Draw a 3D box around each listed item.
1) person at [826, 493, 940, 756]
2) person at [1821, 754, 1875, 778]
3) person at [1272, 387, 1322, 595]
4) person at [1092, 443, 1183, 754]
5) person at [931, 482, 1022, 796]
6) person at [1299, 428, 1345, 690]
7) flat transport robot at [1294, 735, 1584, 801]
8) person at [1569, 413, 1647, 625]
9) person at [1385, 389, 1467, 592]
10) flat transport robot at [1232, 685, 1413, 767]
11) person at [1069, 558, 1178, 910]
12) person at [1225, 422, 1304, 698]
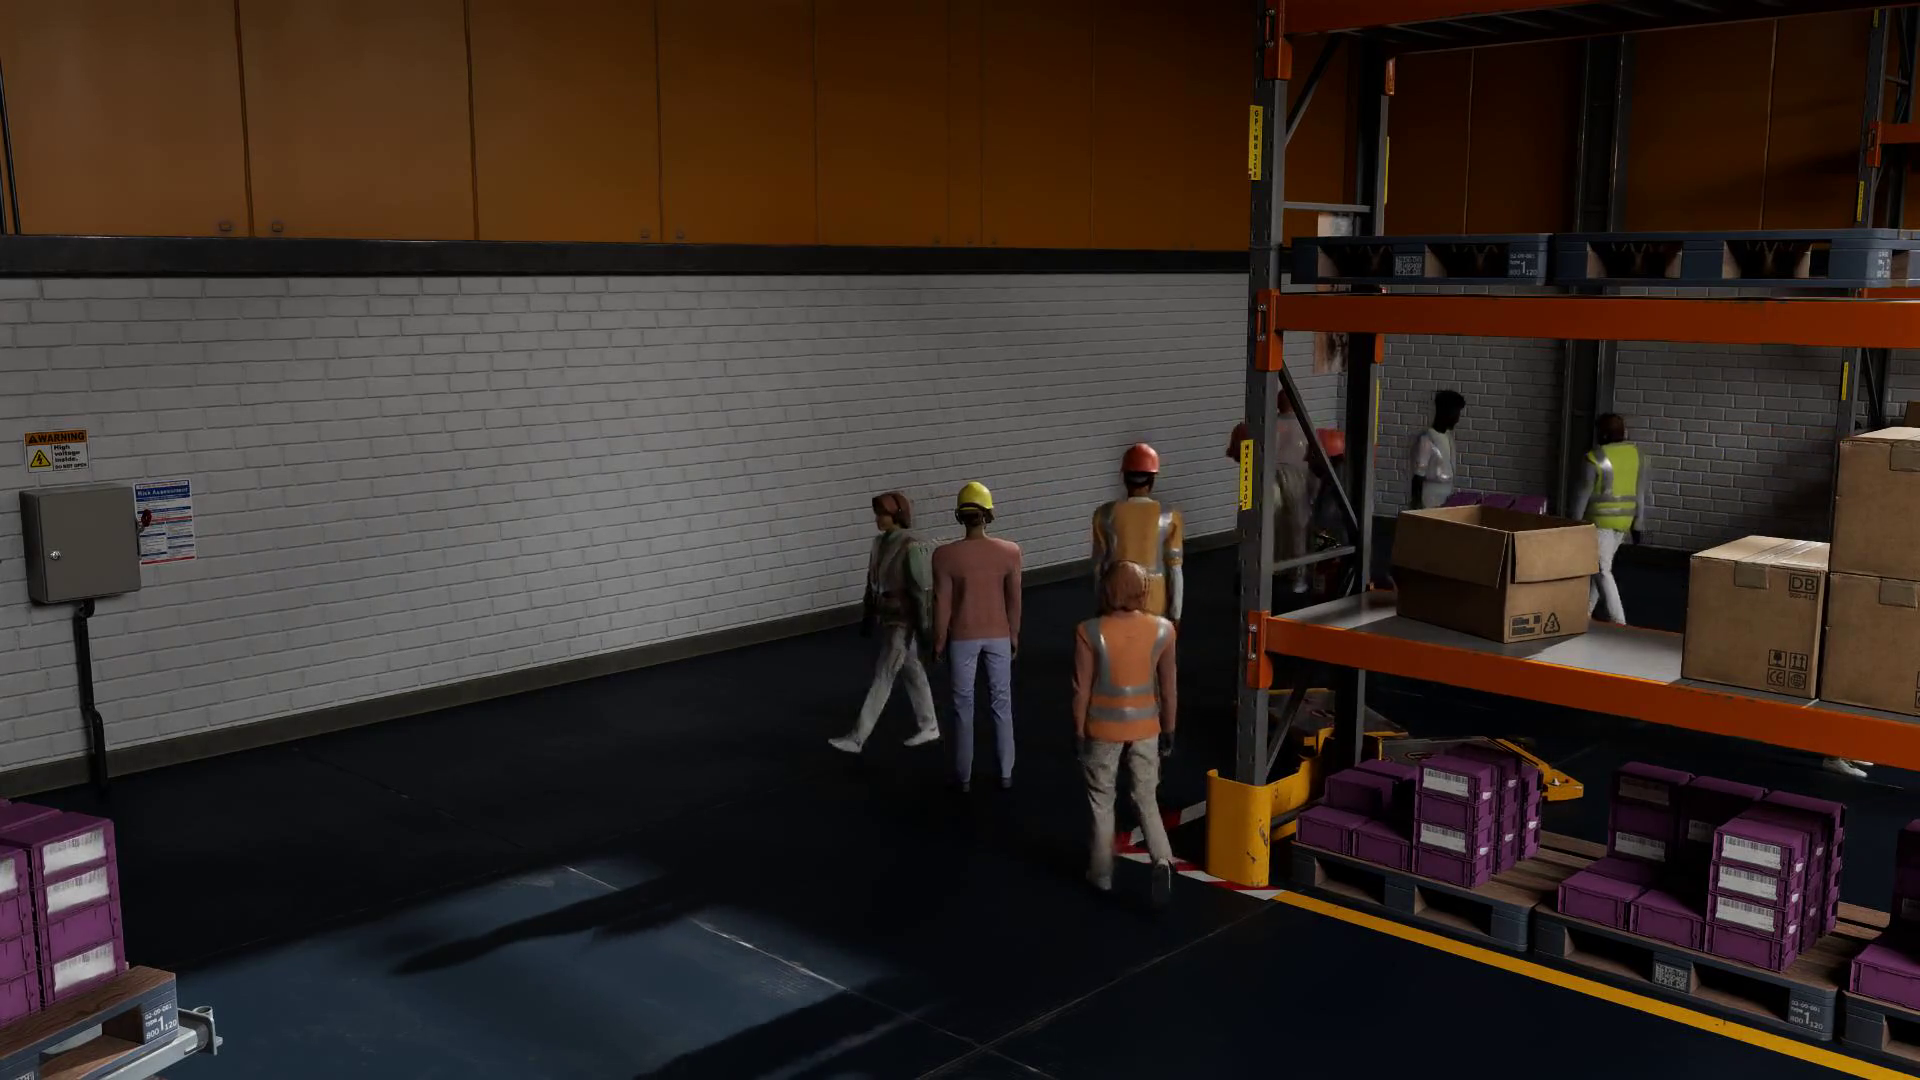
[{"bbox_3d":[-0.465,0.513,10.082,0.854,1.593,0.543,-5,10,-27],"label":"person"},{"bbox_3d":[5.270,0.558,9.746,0.281,1.631,0.516,7,12,38],"label":"person"},{"bbox_3d":[2.965,-0.452,15.100,0.651,1.906,0.405,4,10,24],"label":"person"},{"bbox_3d":[1.057,0.378,9.991,0.538,1.914,0.426,1,9,4],"label":"person"},{"bbox_3d":[0.089,0.556,9.354,0.525,1.765,0.329,-2,10,-13],"label":"person"},{"bbox_3d":[2.425,0.222,10.935,0.445,1.916,0.588,-2,10,-13],"label":"person"},{"bbox_3d":[2.678,1.301,9.349,1.431,0.197,0.652,-2,9,-10],"label":"flat transport robot"},{"bbox_3d":[5.215,-0.135,13.488,0.645,1.806,0.872,-4,10,-24],"label":"person"},{"bbox_3d":[3.984,-0.325,14.218,0.610,1.938,0.679,7,12,37],"label":"person"},{"bbox_3d":[2.227,1.144,10.309,0.652,0.197,1.431,-2,9,-9],"label":"flat transport robot"},{"bbox_3d":[0.774,0.903,7.676,0.517,1.618,0.634,-2,10,-13],"label":"person"},{"bbox_3d":[2.032,0.159,11.211,0.472,1.949,0.671,4,10,24],"label":"person"}]
